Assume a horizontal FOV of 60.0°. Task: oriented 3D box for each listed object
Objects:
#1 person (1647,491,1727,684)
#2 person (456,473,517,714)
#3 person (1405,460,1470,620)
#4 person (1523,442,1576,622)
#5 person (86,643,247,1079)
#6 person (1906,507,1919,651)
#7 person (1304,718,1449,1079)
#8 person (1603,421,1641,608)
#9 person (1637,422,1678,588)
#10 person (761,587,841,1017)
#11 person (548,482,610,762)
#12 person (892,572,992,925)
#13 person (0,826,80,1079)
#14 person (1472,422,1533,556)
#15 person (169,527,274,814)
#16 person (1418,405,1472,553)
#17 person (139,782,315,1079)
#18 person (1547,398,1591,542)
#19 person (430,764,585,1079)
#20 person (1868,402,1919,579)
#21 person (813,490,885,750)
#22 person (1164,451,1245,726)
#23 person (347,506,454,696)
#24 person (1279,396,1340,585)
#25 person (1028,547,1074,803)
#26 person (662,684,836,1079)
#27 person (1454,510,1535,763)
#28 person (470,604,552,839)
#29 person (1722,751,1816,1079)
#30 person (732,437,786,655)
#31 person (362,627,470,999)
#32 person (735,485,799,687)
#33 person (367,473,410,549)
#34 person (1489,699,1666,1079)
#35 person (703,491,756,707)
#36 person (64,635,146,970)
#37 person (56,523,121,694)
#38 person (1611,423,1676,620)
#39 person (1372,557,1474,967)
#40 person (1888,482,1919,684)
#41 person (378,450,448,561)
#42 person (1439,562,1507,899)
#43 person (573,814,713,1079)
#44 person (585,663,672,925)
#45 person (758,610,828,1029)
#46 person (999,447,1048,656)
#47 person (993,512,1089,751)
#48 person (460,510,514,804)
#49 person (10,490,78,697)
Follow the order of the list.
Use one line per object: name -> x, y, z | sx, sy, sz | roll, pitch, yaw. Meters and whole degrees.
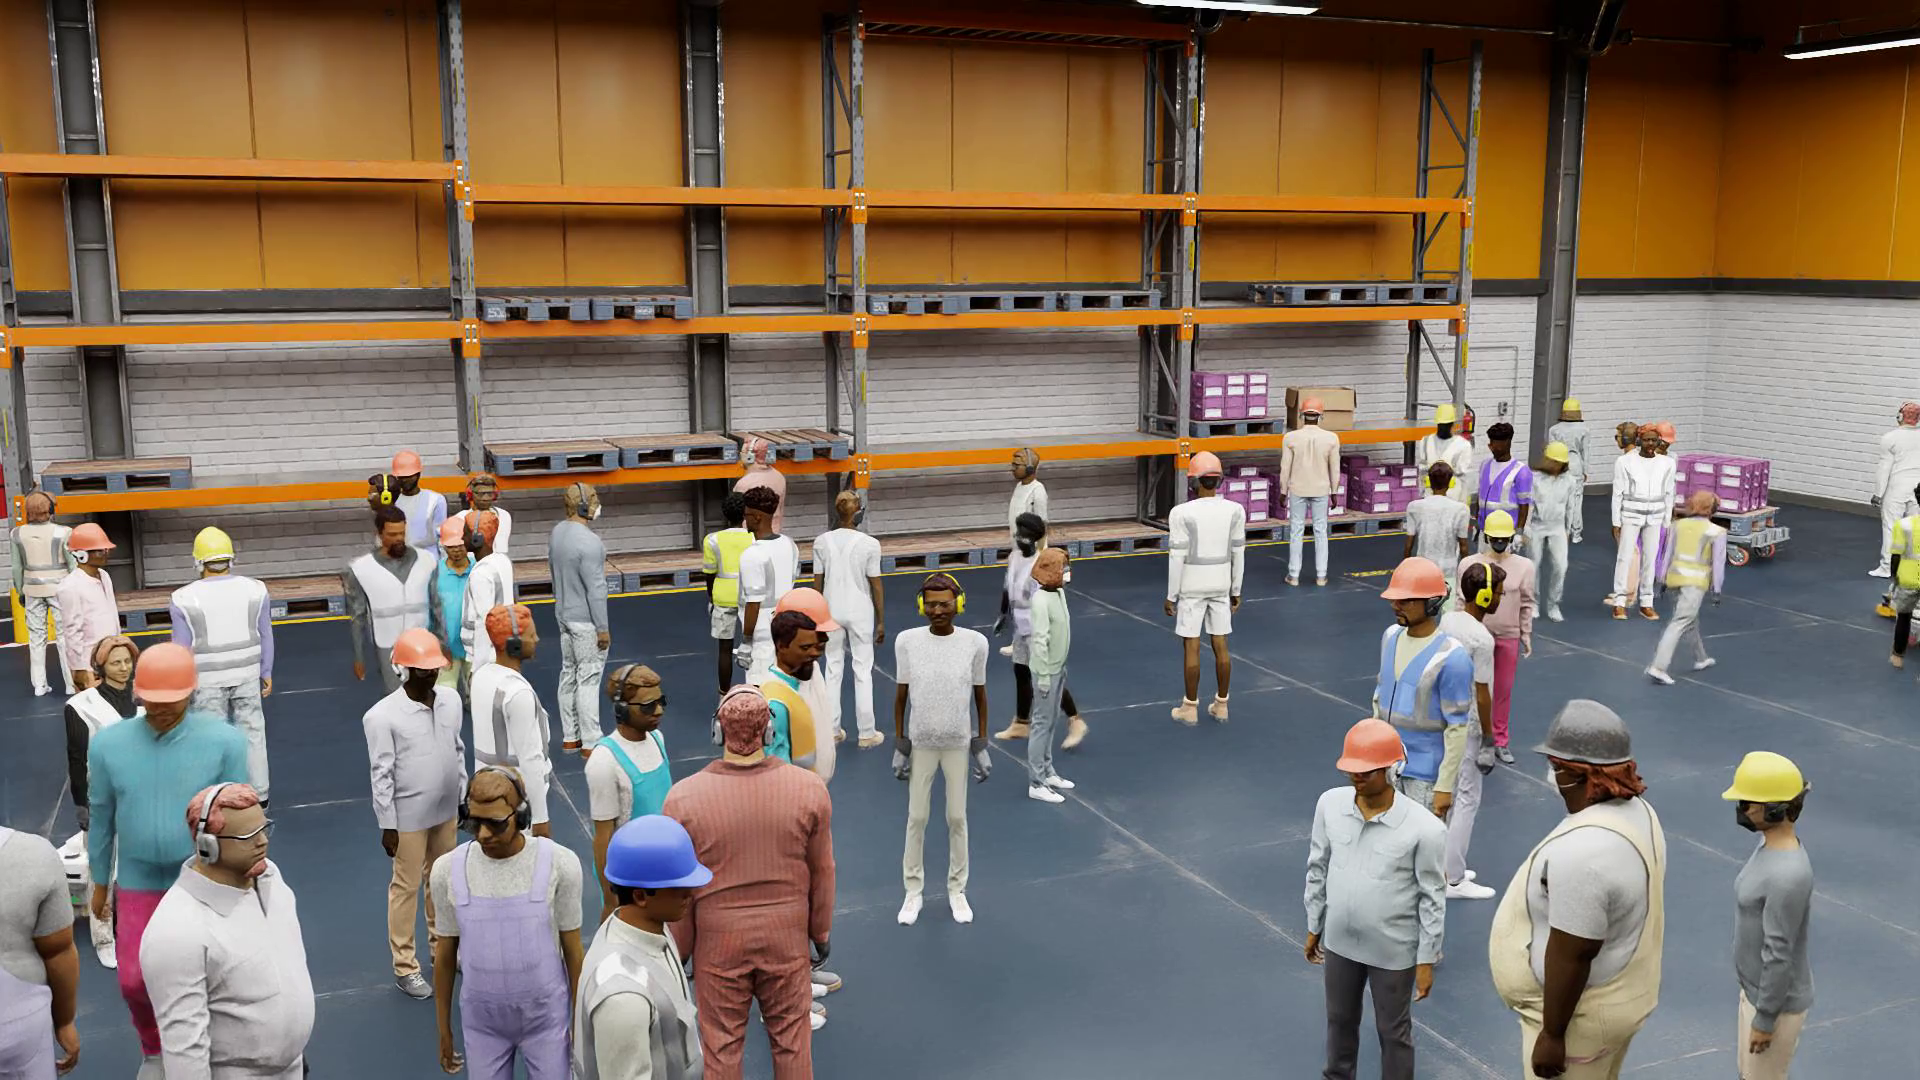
person -> 5.982, 0.376, 13.659 | 1.012, 1.554, 0.529 | -5, 11, -29
person -> -3.640, 0.400, 12.678 | 0.372, 1.840, 0.570 | 6, 11, 30
person -> 3.800, 0.291, 13.270 | 0.511, 1.860, 0.319 | 5, 11, 25
person -> 5.578, -0.074, 15.771 | 0.493, 1.717, 0.645 | 1, 10, 7
person -> -3.189, 1.370, 6.730 | 0.634, 1.965, 0.450 | -3, 10, -18
person -> 8.561, 0.110, 14.452 | 0.701, 1.808, 0.639 | -6, 11, -29
person -> 1.566, 1.534, 6.401 | 0.572, 1.749, 0.341 | 9, 13, 42
person -> 6.590, -0.251, 16.425 | 0.332, 1.842, 0.508 | 6, 12, 33
person -> 7.276, -0.369, 17.386 | 0.559, 1.744, 0.333 | -4, 11, -22
person -> -0.732, 1.194, 7.666 | 0.396, 1.992, 0.619 | 2, 10, 10
person -> -2.601, 0.559, 11.490 | 0.372, 1.940, 0.630 | -8, 13, -39
person -> -0.095, 1.081, 8.675 | 0.521, 1.873, 0.334 | 0, 10, 0
person -> -3.214, 1.573, 5.352 | 0.688, 2.000, 0.536 | -6, 12, -32
person -> 4.948, -0.111, 15.289 | 0.374, 1.959, 0.603 | -5, 11, -28
person -> -4.532, 0.826, 10.242 | 0.590, 1.837, 0.404 | -8, 13, -39
person -> 5.047, -0.468, 17.535 | 0.605, 1.893, 0.853 | 8, 13, 39
person -> -2.207, 1.672, 5.167 | 0.408, 1.906, 0.652 | 1, 10, 4
person -> 7.345, -0.840, 20.116 | 0.488, 1.740, 0.318 | 4, 10, 20
person -> -1.510, 1.633, 5.609 | 0.516, 1.835, 0.355 | -1, 10, -3
person -> 10.099, -0.528, 17.838 | 0.638, 1.910, 0.407 | -1, 10, -4
person -> -0.779, 0.564, 11.727 | 0.514, 1.843, 0.327 | 3, 10, 16
person -> 1.800, 0.358, 12.341 | 0.616, 2.043, 0.376 | -3, 10, -18
person -> -3.716, 0.687, 10.965 | 0.596, 1.879, 0.960 | -9, 13, -43
person -> 3.671, -0.514, 17.502 | 0.625, 1.992, 0.388 | 1, 10, 4
person -> 0.584, 0.850, 10.686 | 0.277, 1.633, 0.507 | 3, 10, 16
person -> -0.792, 1.480, 6.275 | 0.643, 1.909, 0.410 | -2, 10, -14
person -> 3.649, 0.664, 11.378 | 0.533, 1.767, 0.327 | 1, 10, 4
person -> -2.083, 1.225, 7.811 | 0.355, 1.883, 0.575 | -8, 13, -38
person -> 2.856, 1.615, 5.936 | 0.342, 1.756, 0.534 | 4, 11, 21
person -> -1.782, 0.054, 14.489 | 0.408, 1.908, 0.641 | 4, 11, 24
person -> -2.542, 1.272, 7.910 | 0.325, 1.752, 0.563 | 5, 11, 27
person -> -1.305, 0.608, 11.123 | 0.367, 1.966, 0.606 | 4, 11, 21
person -> -4.252, 0.432, 12.428 | 0.328, 1.868, 0.514 | -4, 11, -23
person -> 2.071, 1.524, 5.635 | 0.537, 2.000, 0.690 | 8, 12, 37
person -> -1.684, 0.472, 12.686 | 0.535, 1.697, 0.318 | 0, 10, -2
person -> -4.143, 1.271, 8.240 | 0.311, 1.642, 0.513 | 6, 12, 33
person -> -5.641, 0.755, 10.878 | 0.336, 1.753, 0.570 | -1, 10, -4
person -> 6.503, -0.172, 15.862 | 0.575, 1.882, 0.355 | 1, 10, 3
person -> 2.201, 1.090, 8.127 | 0.374, 2.044, 0.606 | -5, 11, -25
person -> 7.880, 0.333, 13.612 | 0.522, 1.647, 0.855 | 5, 11, 25
person -> -4.402, 0.229, 13.439 | 0.544, 1.929, 0.396 | -1, 10, -8
person -> 2.748, 1.030, 9.022 | 0.335, 1.855, 0.532 | -2, 10, -10
person -> -0.900, 1.721, 4.794 | 0.413, 1.942, 0.607 | -1, 10, -7
person -> -1.339, 1.407, 6.869 | 0.327, 1.843, 0.514 | 3, 10, 17
person -> -0.804, 1.246, 7.594 | 0.395, 1.916, 0.590 | 0, 10, 0
person -> 0.566, 0.123, 14.266 | 0.342, 1.846, 0.509 | -4, 11, -23
person -> 0.552, 0.625, 11.806 | 0.505, 1.704, 0.680 | -5, 11, -26
person -> -3.006, 0.740, 10.605 | 0.356, 1.883, 0.573 | 0, 10, -2
person -> -7.167, 0.427, 13.092 | 0.522, 1.645, 0.305 | -1, 10, -3
